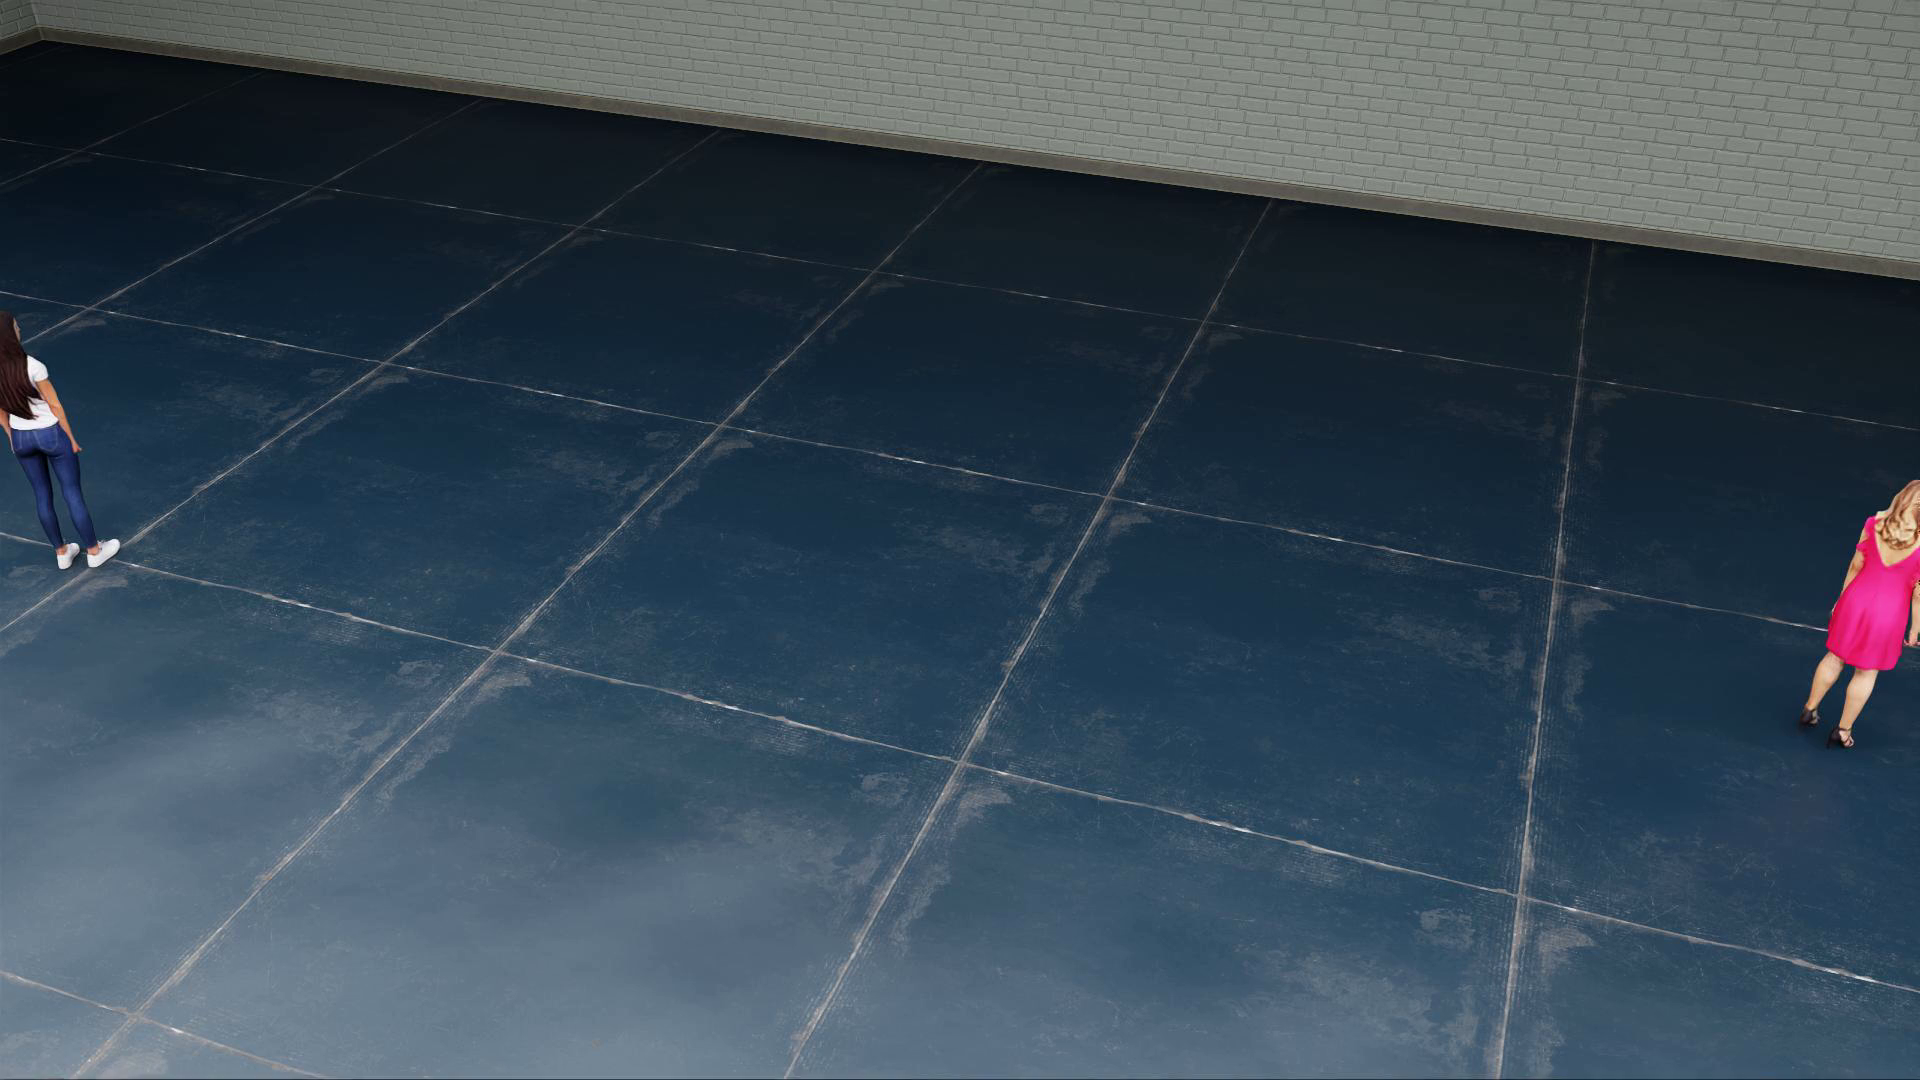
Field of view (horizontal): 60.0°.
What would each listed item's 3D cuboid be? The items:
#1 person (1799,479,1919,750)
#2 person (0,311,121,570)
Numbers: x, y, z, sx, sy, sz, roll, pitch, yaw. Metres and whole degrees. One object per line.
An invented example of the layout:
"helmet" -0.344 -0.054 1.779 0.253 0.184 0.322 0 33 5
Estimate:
"person" 4.879 0.414 8.917 0.728 1.723 0.697 -21 39 -29
"person" -5.771 -0.609 10.440 0.645 1.775 0.610 2 33 3
